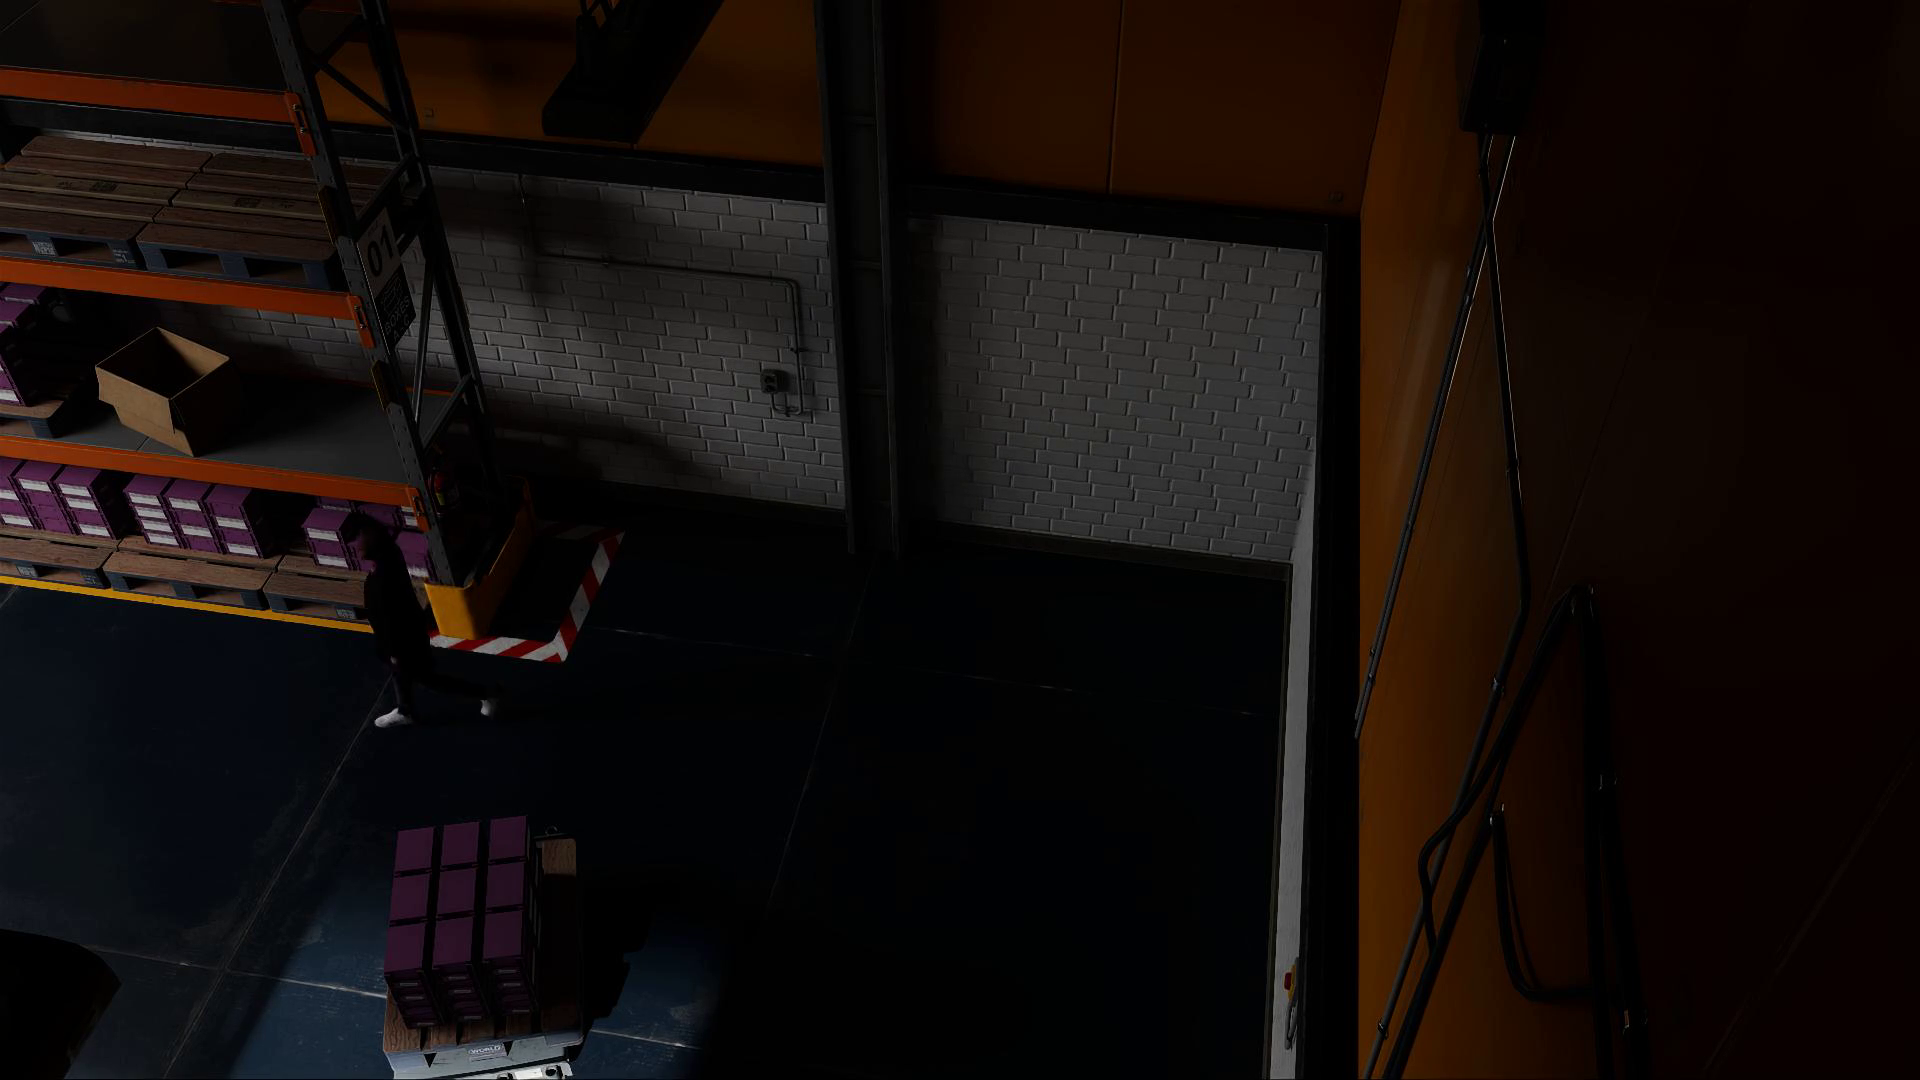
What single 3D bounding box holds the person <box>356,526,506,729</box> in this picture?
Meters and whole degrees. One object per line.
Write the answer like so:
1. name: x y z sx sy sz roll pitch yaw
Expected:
1. person: -3.389 0.575 10.419 1.203 1.736 0.933 -8 44 -9
